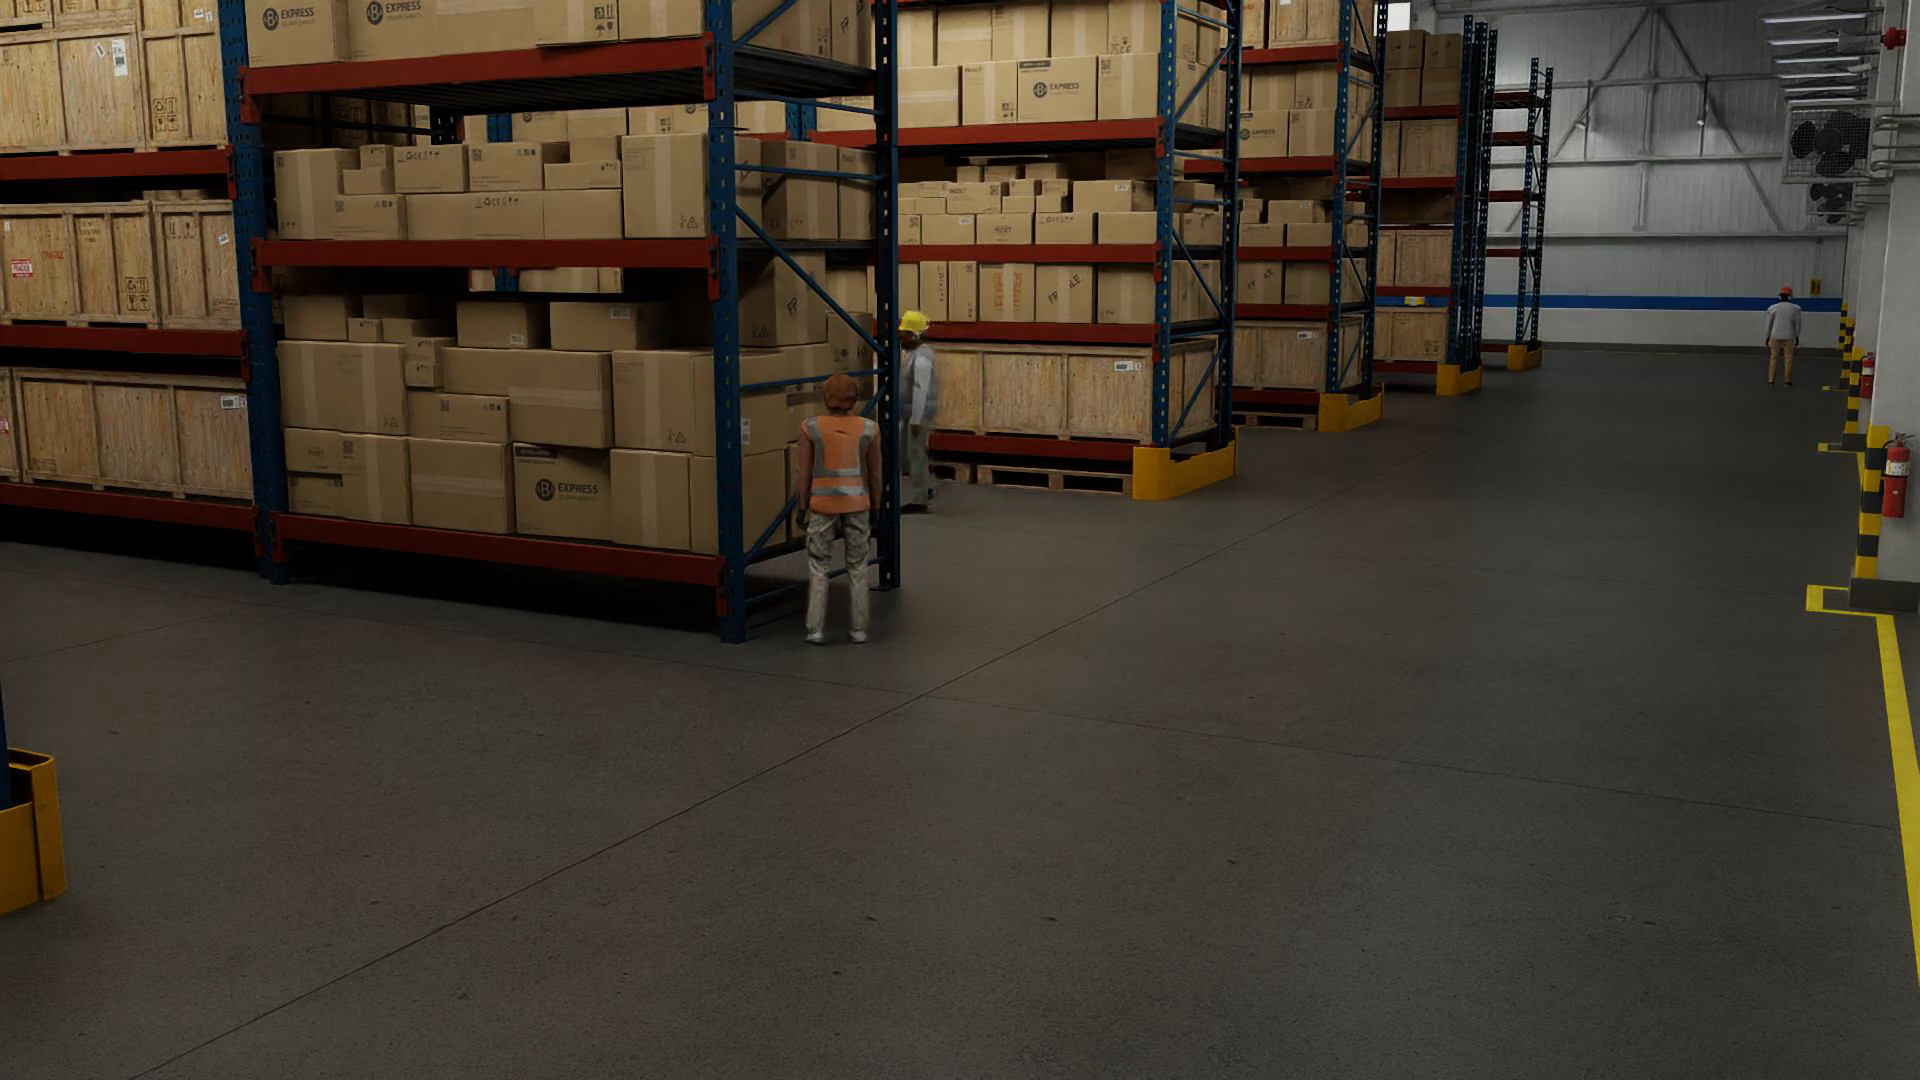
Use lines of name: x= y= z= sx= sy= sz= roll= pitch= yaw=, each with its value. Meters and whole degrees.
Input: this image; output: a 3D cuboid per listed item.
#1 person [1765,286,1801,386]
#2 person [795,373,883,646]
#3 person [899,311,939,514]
person: x=14.485 y=-3.583 z=29.277 sx=0.563 sy=1.742 sz=0.338 roll=5 pitch=11 yaw=29
person: x=-0.715 y=-0.176 z=9.889 sx=0.525 sy=1.634 sz=0.313 roll=-2 pitch=10 yaw=-12
person: x=-0.404 y=-1.126 z=14.818 sx=0.426 sy=1.821 sz=0.617 roll=-1 pitch=10 yaw=-8
